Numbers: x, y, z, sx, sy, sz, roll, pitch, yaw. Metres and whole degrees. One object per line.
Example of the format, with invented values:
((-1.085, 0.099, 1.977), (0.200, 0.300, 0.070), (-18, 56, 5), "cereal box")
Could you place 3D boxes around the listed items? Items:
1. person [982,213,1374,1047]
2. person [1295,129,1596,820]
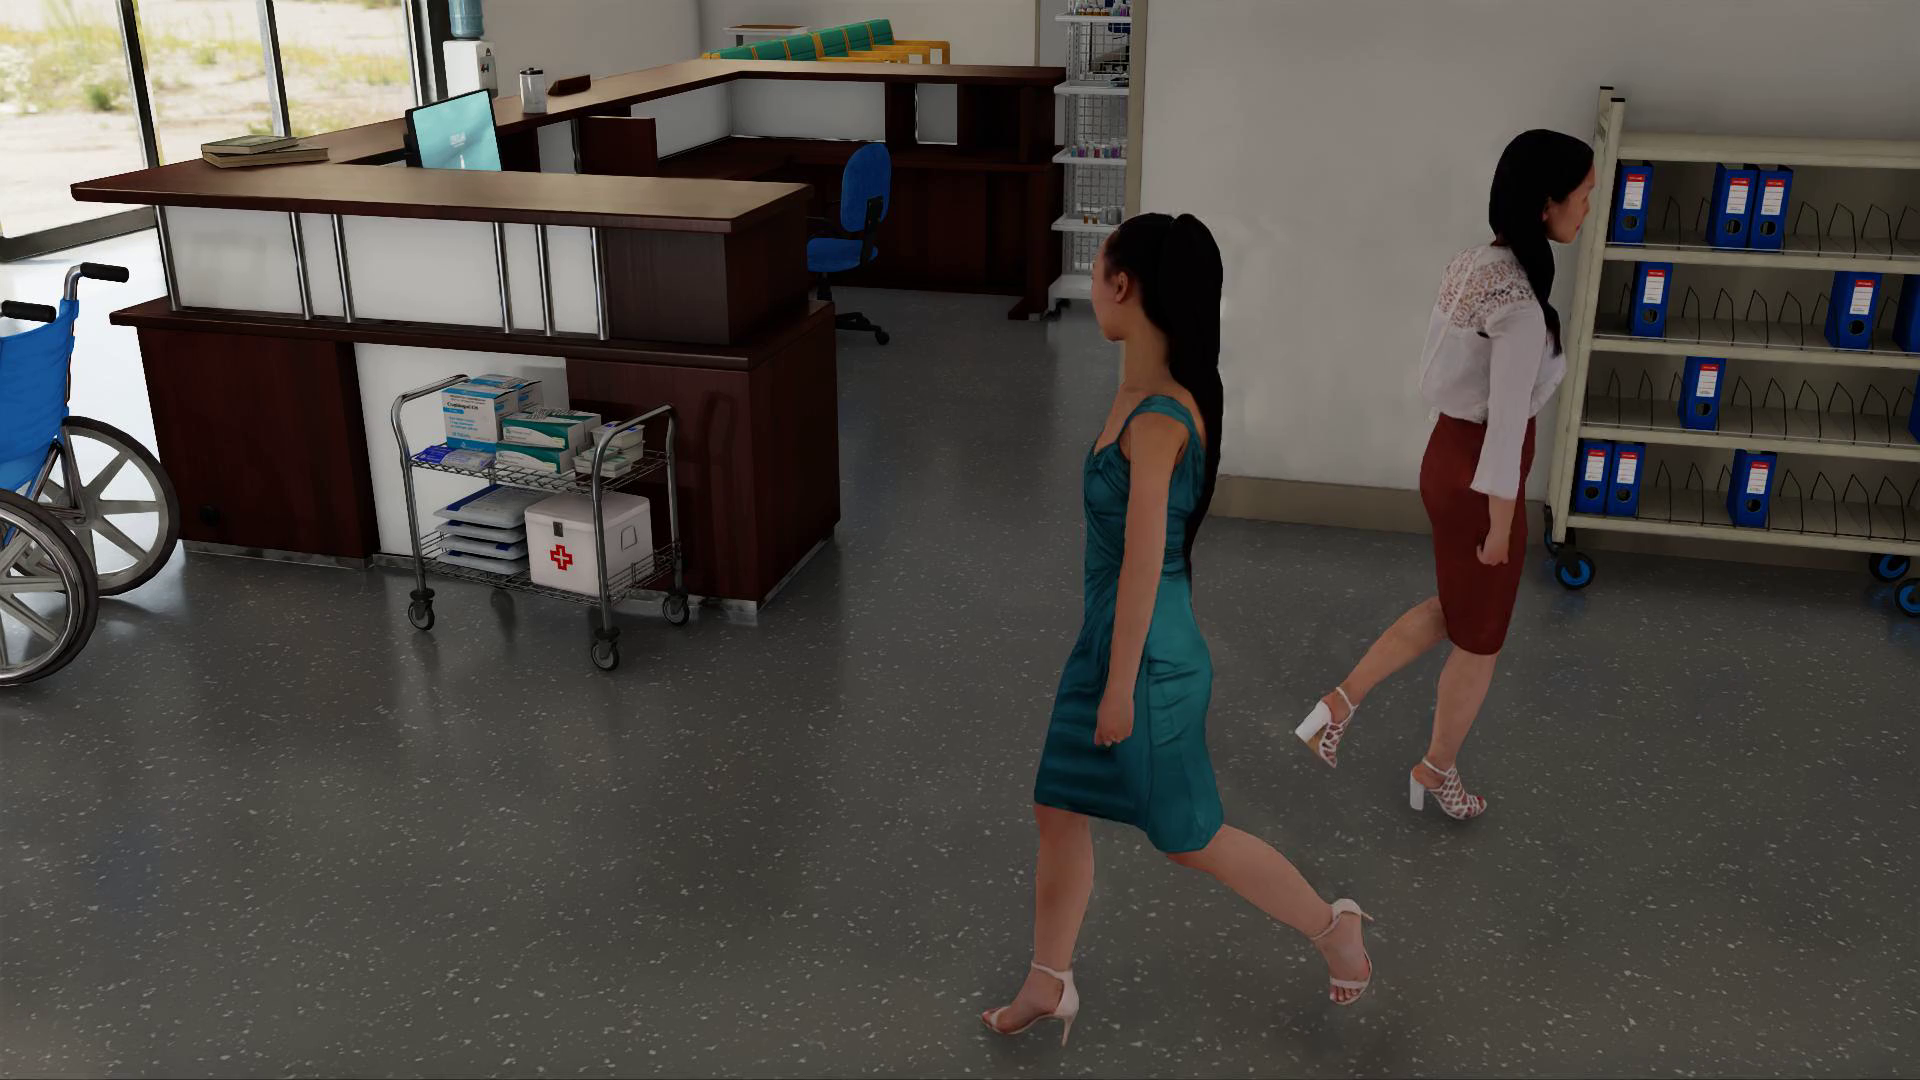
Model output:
((0.430, 0.254, 3.141), (1.075, 1.661, 0.752), (-2, 21, -5), "person")
((1.120, -0.067, 3.893), (0.827, 1.728, 0.733), (-2, 21, -4), "person")
